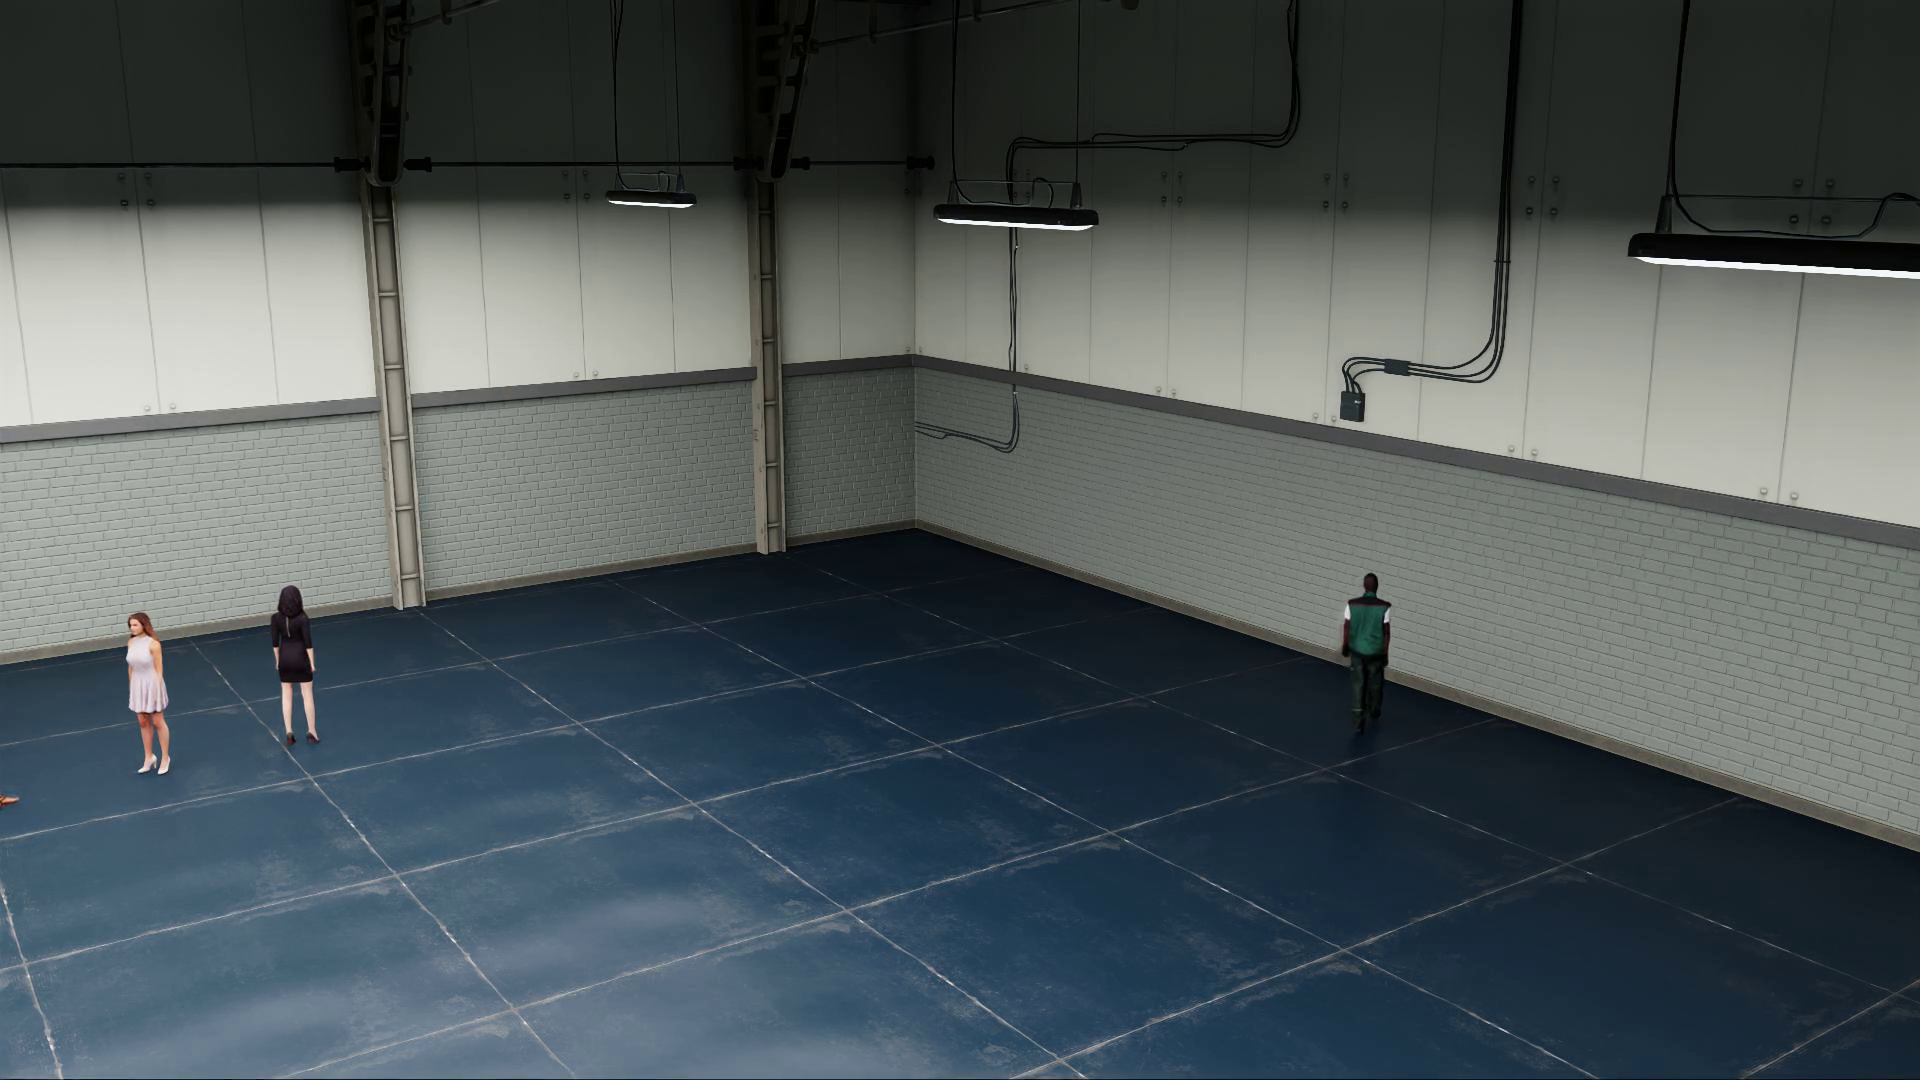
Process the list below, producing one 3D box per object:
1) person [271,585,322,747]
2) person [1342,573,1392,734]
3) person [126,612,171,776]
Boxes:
[{"bbox_3d":[-7.387,1.394,18.455,0.626,1.806,0.709,1,13,4],"label":"person"},{"bbox_3d":[4.589,1.303,18.841,1.025,1.808,1.161,6,14,23],"label":"person"},{"bbox_3d":[-8.587,1.612,17.593,0.682,1.769,0.736,3,13,14],"label":"person"}]
